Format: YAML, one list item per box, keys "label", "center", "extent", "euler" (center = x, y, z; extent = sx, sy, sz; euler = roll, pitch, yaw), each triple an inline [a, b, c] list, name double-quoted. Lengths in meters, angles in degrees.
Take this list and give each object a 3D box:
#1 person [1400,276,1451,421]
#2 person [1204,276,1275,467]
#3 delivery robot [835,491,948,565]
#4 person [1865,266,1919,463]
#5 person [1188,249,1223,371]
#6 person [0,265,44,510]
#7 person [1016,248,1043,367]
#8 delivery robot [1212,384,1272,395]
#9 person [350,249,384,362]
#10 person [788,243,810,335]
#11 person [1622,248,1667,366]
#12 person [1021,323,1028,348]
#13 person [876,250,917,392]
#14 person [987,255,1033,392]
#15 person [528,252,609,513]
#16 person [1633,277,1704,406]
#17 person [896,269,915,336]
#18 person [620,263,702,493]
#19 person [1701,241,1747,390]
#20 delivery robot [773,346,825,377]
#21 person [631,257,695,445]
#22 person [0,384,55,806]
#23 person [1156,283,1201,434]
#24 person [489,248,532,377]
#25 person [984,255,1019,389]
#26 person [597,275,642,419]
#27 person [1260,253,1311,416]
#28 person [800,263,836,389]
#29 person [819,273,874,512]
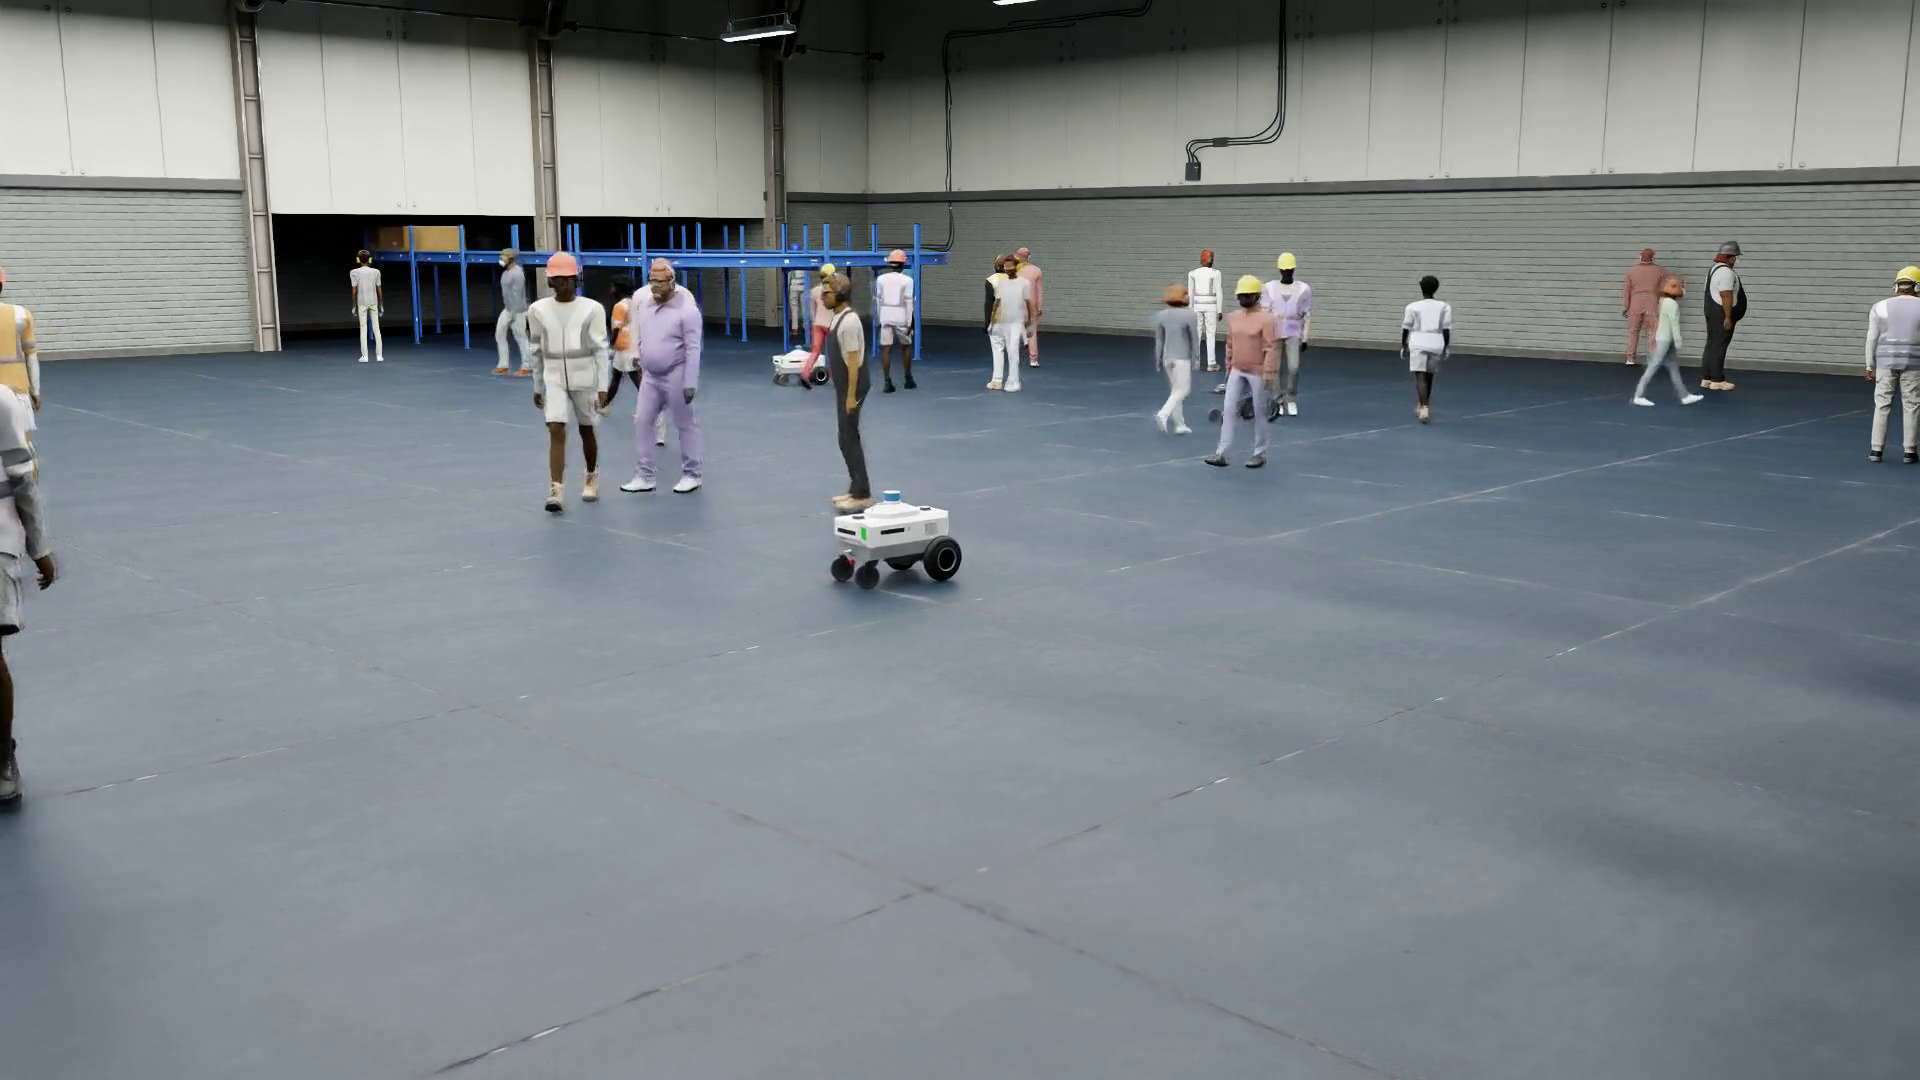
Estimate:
- label: "person"
  center: [5.342, -2.198, 19.069]
  extent: [0.541, 1.657, 0.856]
  euler: [0, 10, 1]
- label: "person"
  center: [2.545, -1.503, 15.025]
  extent: [0.547, 1.733, 0.800]
  euler: [9, 14, 40]
- label: "delivery robot"
  center: [-0.421, -0.061, 10.278]
  extent: [0.707, 0.478, 0.477]
  euler: [-9, 13, -39]
- label: "person"
  center: [8.807, -1.640, 15.575]
  extent: [0.592, 1.819, 0.404]
  euler: [7, 12, 32]
- label: "person"
  center: [3.858, -3.609, 26.127]
  extent: [0.573, 1.887, 0.355]
  euler: [7, 12, 32]
- label: "person"
  center: [-7.236, -1.140, 12.528]
  extent: [0.551, 1.935, 0.372]
  euler: [-9, 14, -40]
- label: "person"
  center: [1.020, -3.736, 26.765]
  extent: [0.638, 1.911, 0.402]
  euler: [1, 10, 3]
- label: "delivery robot"
  center: [3.230, -1.794, 19.017]
  extent: [0.698, 0.223, 0.335]
  euler: [-4, 11, -23]
- label: "person"
  center: [-9.947, -3.928, 27.916]
  extent: [0.513, 1.872, 0.328]
  euler: [-6, 12, -28]
- label: "person"
  center: [-3.475, -5.354, 35.482]
  extent: [0.613, 1.943, 0.405]
  euler: [-8, 13, -38]
- label: "person"
  center: [11.103, -3.777, 26.999]
  extent: [0.652, 1.904, 0.402]
  euler: [4, 11, 21]
- label: "person"
  center: [1.097, -4.411, 31.291]
  extent: [0.512, 1.590, 0.873]
  euler: [-2, 11, -12]
- label: "person"
  center: [-0.863, -2.994, 22.734]
  extent: [0.569, 1.905, 0.835]
  euler: [3, 11, 16]
- label: "person"
  center: [0.635, -2.889, 22.347]
  extent: [0.520, 1.829, 0.851]
  euler: [6, 12, 31]
- label: "person"
  center: [-3.037, -1.239, 12.958]
  extent: [0.625, 1.984, 1.091]
  euler: [0, 10, -2]
- label: "person"
  center: [8.832, -2.455, 20.651]
  extent: [0.862, 1.583, 0.527]
  euler: [3, 11, 15]
- label: "person"
  center: [-1.170, -5.138, 34.984]
  extent: [0.540, 1.695, 0.317]
  euler: [-6, 12, -29]
- label: "person"
  center: [-2.446, -1.297, 13.542]
  extent: [0.682, 1.873, 0.843]
  euler: [6, 12, 30]
- label: "person"
  center: [10.602, -3.100, 23.046]
  extent: [0.536, 2.000, 0.688]
  euler: [1, 10, 6]
- label: "delivery robot"
  center: [-2.299, -2.532, 23.752]
  extent: [0.707, 0.478, 0.477]
  euler: [-5, 12, -27]
- label: "person"
  center: [-2.971, -1.888, 16.743]
  extent: [0.658, 1.893, 0.542]
  euler: [-4, 11, -22]
- label: "person"
  center: [-3.710, 0.050, 6.124]
  extent: [0.580, 1.905, 0.655]
  euler: [-2, 11, -12]
- label: "person"
  center: [2.262, -1.903, 17.585]
  extent: [0.518, 1.611, 0.669]
  euler: [9, 14, 41]
- label: "person"
  center: [-6.771, -3.386, 24.851]
  extent: [0.743, 1.916, 0.632]
  euler: [-8, 13, -38]
- label: "person"
  center: [0.583, -3.016, 23.019]
  extent: [0.624, 1.845, 0.430]
  euler: [-7, 12, -33]
- label: "person"
  center: [-3.933, -2.217, 19.169]
  extent: [0.884, 1.646, 0.553]
  euler: [0, 10, 2]
- label: "person"
  center: [3.797, -2.397, 19.460]
  extent: [0.594, 1.903, 0.586]
  euler: [2, 11, 9]
- label: "person"
  center: [-1.895, -2.968, 23.079]
  extent: [0.531, 1.734, 0.868]
  euler: [6, 12, 31]
- label: "person"
  center: [-0.887, -1.141, 12.876]
  extent: [0.403, 1.825, 0.529]
  euler: [-3, 11, -16]
